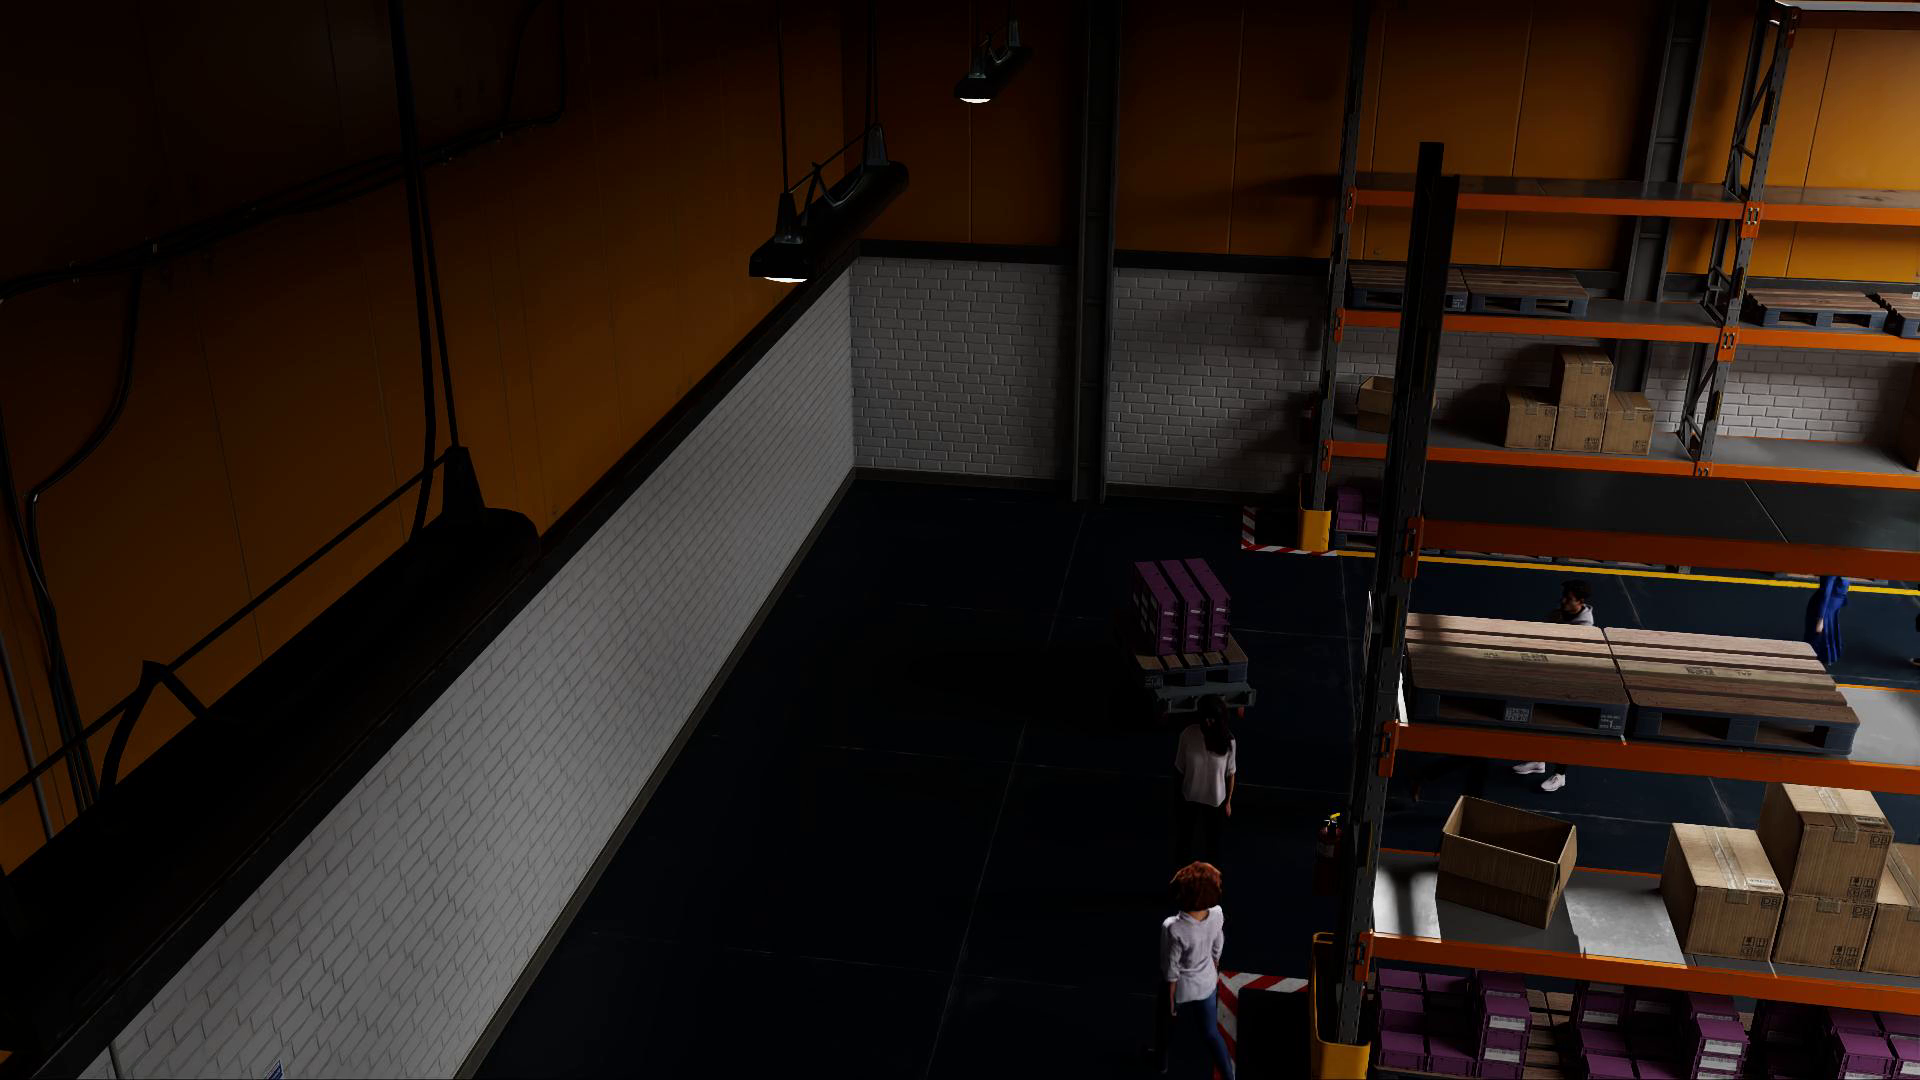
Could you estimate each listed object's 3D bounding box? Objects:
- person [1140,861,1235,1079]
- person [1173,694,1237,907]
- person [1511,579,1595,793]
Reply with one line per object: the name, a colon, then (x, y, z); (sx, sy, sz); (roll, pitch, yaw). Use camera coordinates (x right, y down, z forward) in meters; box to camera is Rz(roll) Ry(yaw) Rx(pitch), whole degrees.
person: (1.527, 2.861, 10.560); (1.154, 1.681, 1.140); (-11, 26, -23)
person: (1.821, 1.953, 12.497); (0.449, 1.795, 0.666); (3, 24, 8)
person: (5.089, 1.196, 14.060); (0.797, 1.929, 0.774); (-11, 26, -23)
